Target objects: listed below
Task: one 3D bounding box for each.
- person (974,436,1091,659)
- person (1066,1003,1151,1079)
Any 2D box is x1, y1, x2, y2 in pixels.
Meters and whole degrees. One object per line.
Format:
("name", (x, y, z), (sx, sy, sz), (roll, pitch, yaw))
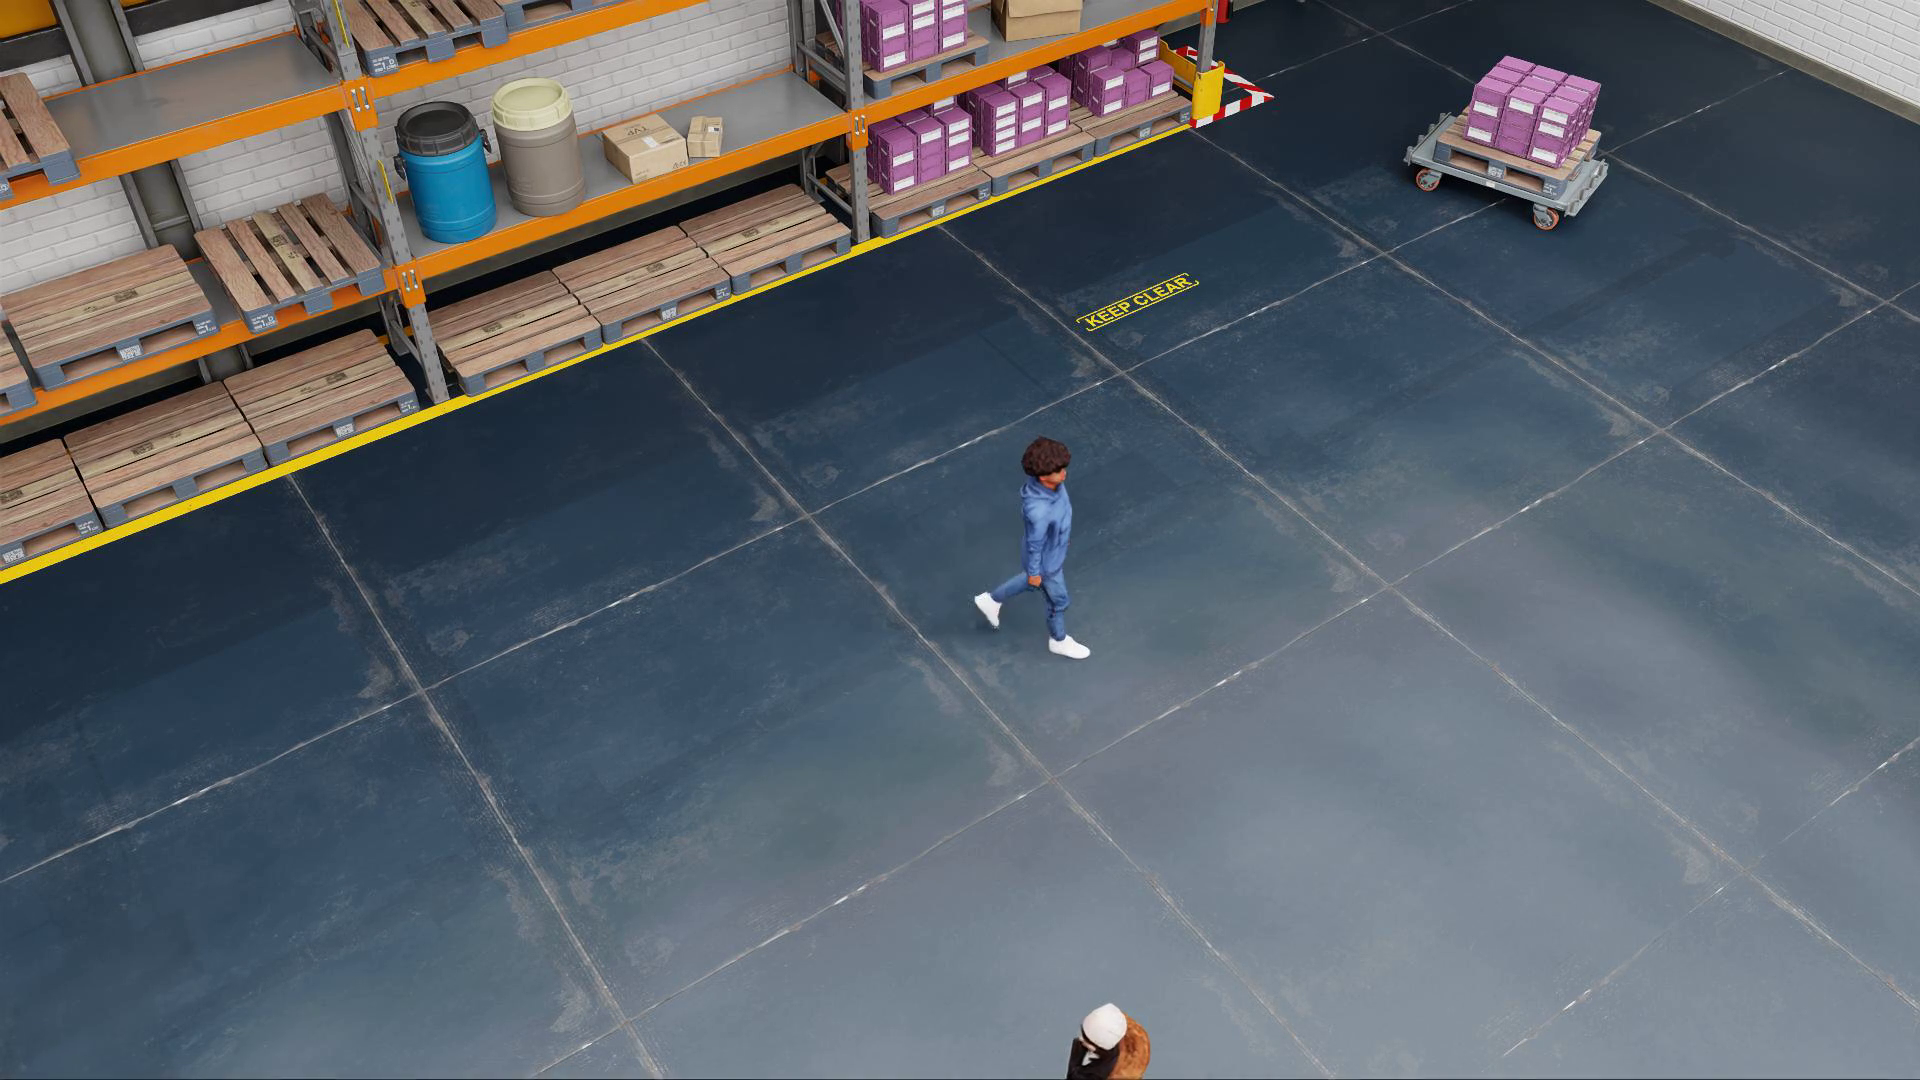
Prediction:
("person", (0.477, 0.044, 10.799), (1.137, 1.787, 1.112), (11, 45, 11))
("person", (0.667, 2.730, 8.088), (0.744, 1.638, 0.726), (-8, 44, -8))
